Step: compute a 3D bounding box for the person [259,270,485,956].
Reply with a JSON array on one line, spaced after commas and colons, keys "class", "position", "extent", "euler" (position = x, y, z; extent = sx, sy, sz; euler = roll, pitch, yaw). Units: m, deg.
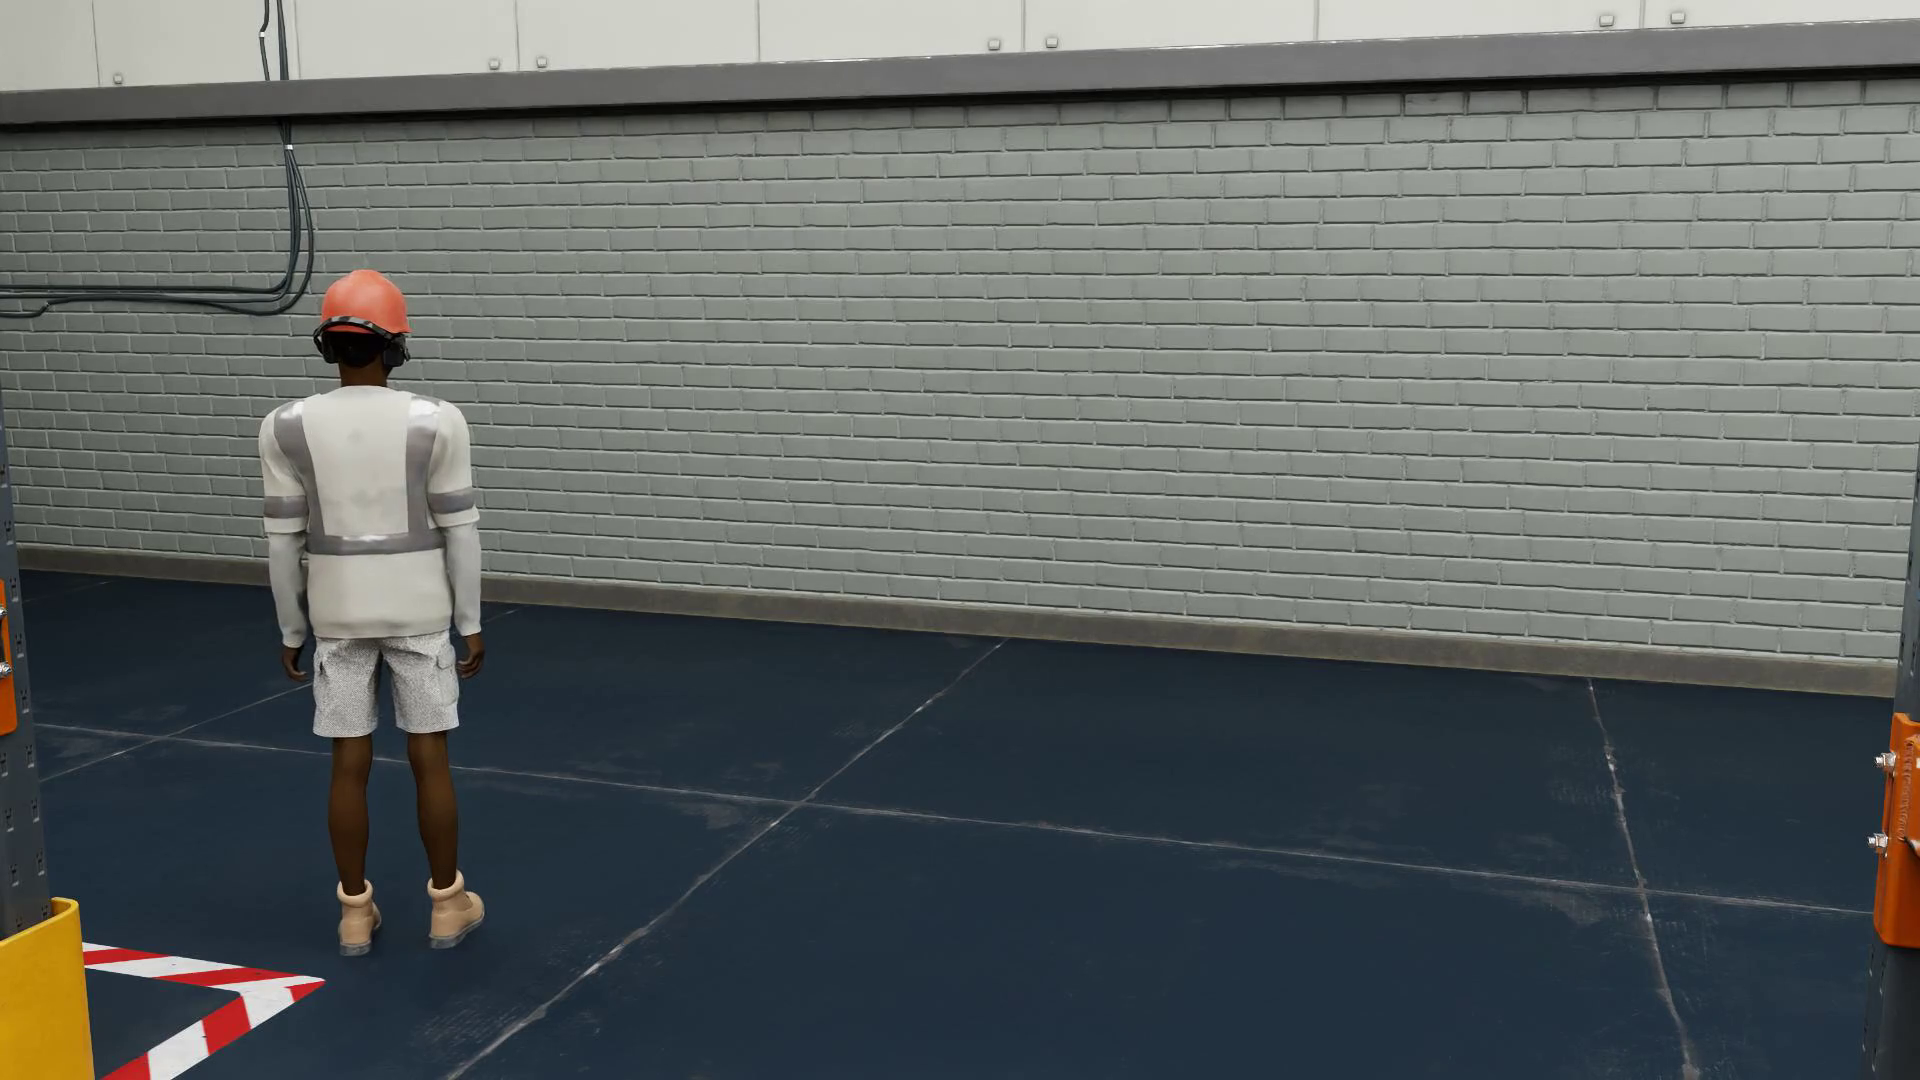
[{"class": "person", "position": [-1.732, 0.227, 4.976], "extent": [0.605, 2.045, 0.378], "euler": [-1, 10, -8]}]
